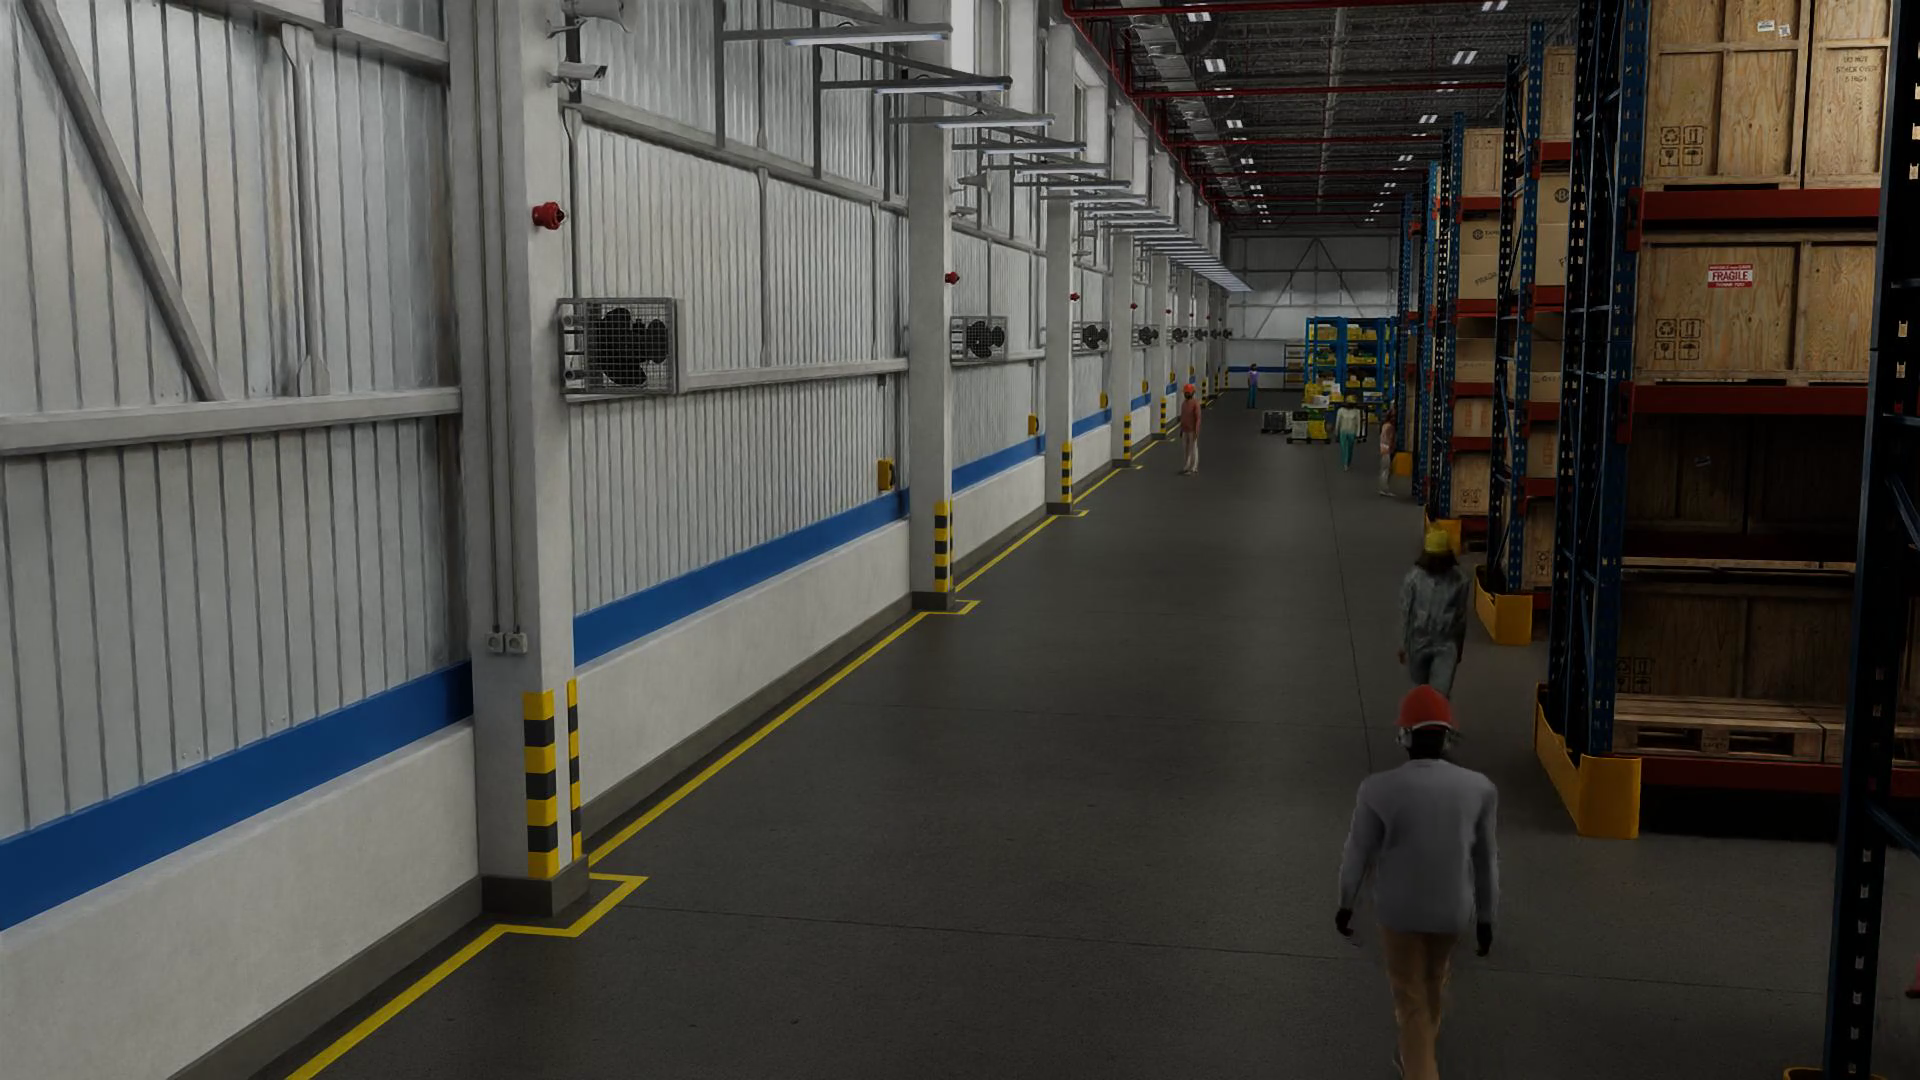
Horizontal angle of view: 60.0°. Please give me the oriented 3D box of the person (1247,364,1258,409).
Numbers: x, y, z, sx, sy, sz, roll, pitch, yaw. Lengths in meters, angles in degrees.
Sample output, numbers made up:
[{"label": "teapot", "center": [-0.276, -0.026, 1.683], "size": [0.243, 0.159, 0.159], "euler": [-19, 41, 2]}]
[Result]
[{"label": "person", "center": [11.865, -6.235, 67.477], "size": [0.562, 1.833, 0.373], "euler": [-6, 9, -41]}]

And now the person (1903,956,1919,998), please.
[{"label": "person", "center": [2.023, 1.730, 3.266], "size": [0.644, 1.943, 0.531], "euler": [-5, 9, -37]}]

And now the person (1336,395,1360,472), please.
[{"label": "person", "center": [8.649, -2.387, 37.092], "size": [0.532, 1.733, 0.825], "euler": [1, 7, 10]}]

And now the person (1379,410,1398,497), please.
[{"label": "person", "center": [8.104, -1.642, 31.466], "size": [0.311, 1.639, 0.514], "euler": [0, 7, 2]}]

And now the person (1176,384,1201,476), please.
[{"label": "person", "center": [4.957, -2.380, 35.958], "size": [0.382, 1.996, 0.608], "euler": [-4, 8, -28]}]

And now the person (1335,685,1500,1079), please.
[{"label": "person", "center": [1.780, 1.420, 6.601], "size": [0.586, 1.716, 0.798], "euler": [-1, 7, -8]}]

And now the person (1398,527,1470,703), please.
[{"label": "person", "center": [3.441, 0.739, 12.127], "size": [0.488, 1.715, 0.754], "euler": [2, 7, 13]}]
